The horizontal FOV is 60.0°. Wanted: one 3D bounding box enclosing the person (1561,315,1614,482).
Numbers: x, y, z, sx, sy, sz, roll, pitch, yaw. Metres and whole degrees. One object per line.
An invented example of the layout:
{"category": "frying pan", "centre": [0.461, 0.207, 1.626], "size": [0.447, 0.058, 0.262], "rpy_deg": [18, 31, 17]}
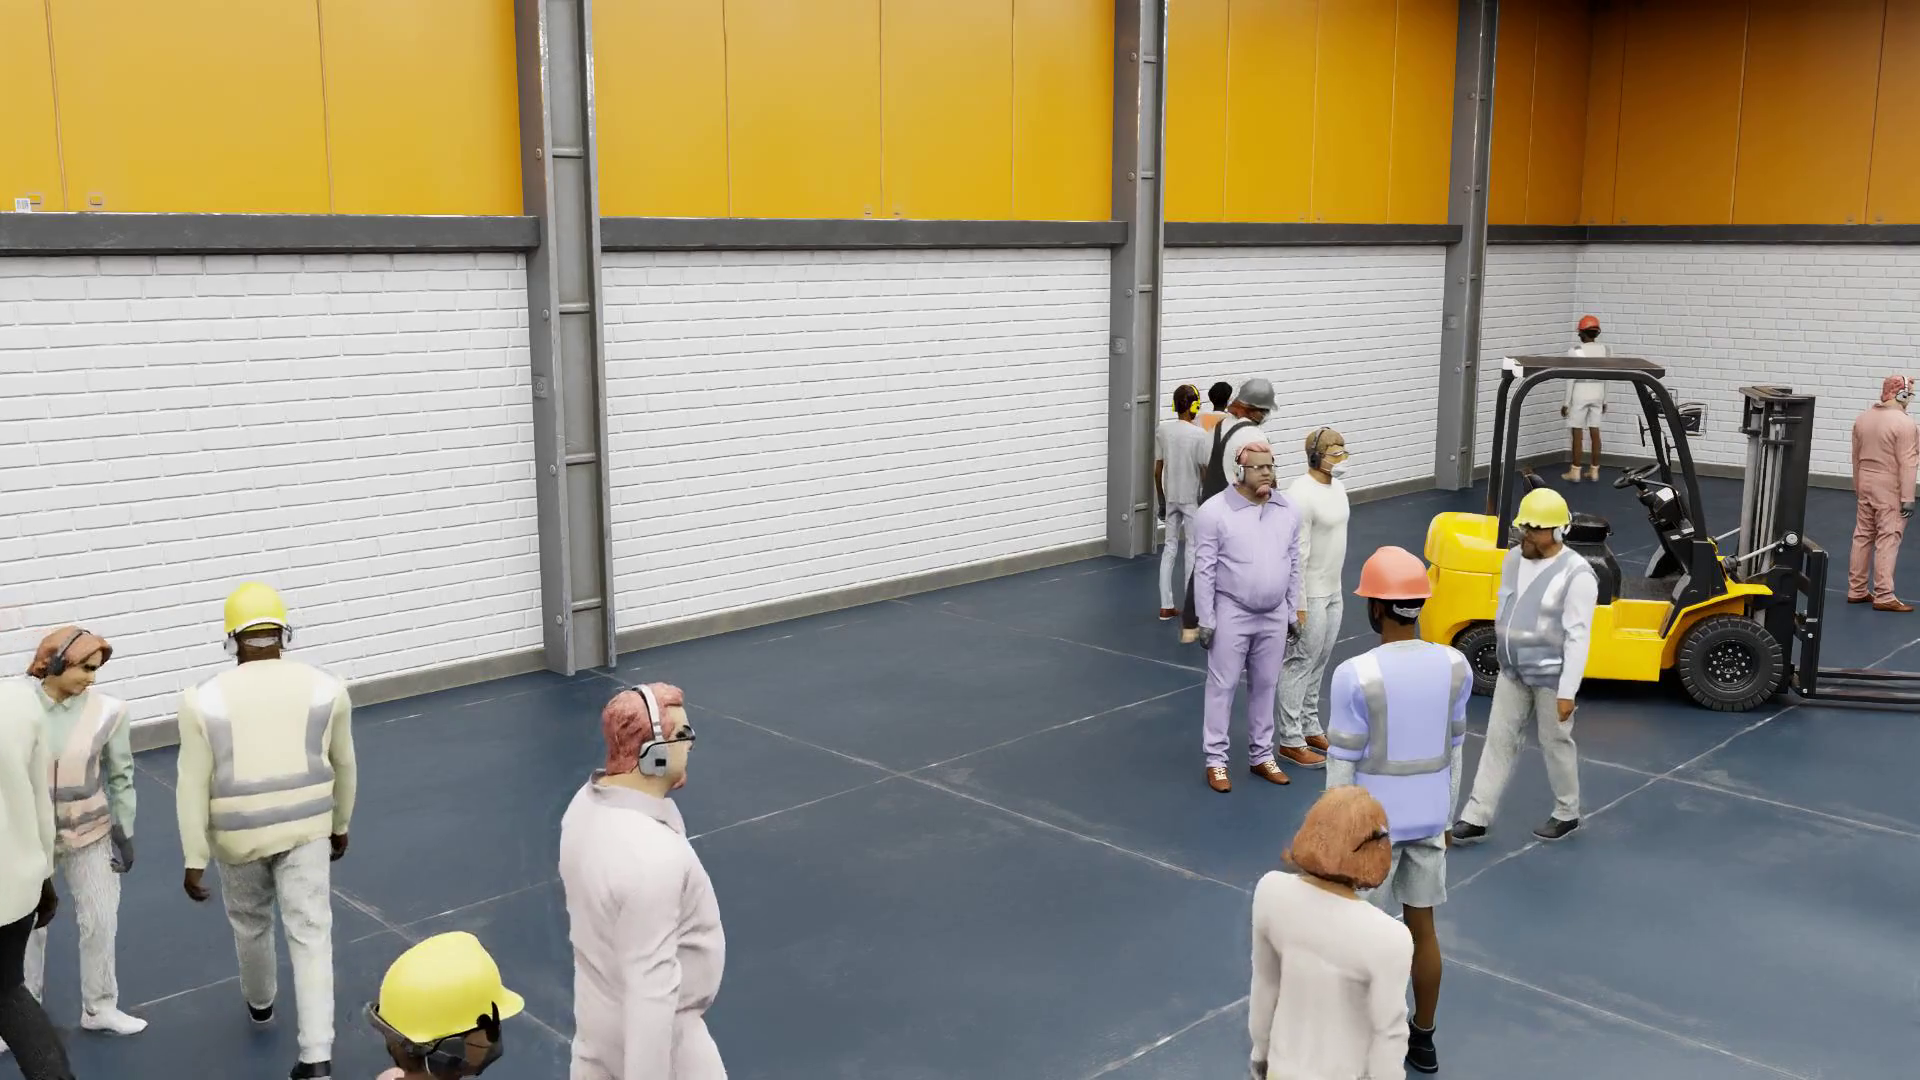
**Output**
{"category": "person", "centre": [7.658, -1.729, 20.367], "size": [0.613, 2.041, 0.393], "rpy_deg": [-2, 11, -9]}

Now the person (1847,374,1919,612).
{"category": "person", "centre": [7.477, -0.381, 13.409], "size": [0.406, 1.903, 0.639], "rpy_deg": [-2, 11, -9]}

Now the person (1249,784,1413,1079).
{"category": "person", "centre": [0.924, 1.424, 4.355], "size": [0.695, 1.607, 0.508], "rpy_deg": [-9, 14, -42]}

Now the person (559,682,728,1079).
{"category": "person", "centre": [-0.852, 1.287, 4.448], "size": [1.016, 1.859, 0.659], "rpy_deg": [-6, 12, -30]}

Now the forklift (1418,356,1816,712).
{"category": "forklift", "centre": [4.276, -0.101, 11.076], "size": [2.313, 2.155, 1.214], "rpy_deg": [2, 11, 13]}

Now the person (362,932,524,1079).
{"category": "person", "centre": [-1.025, 1.583, 3.201], "size": [0.942, 1.717, 0.536], "rpy_deg": [-8, 13, -35]}

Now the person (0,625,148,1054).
{"category": "person", "centre": [-3.354, 1.113, 6.060], "size": [0.652, 1.609, 0.329], "rpy_deg": [-7, 12, -32]}

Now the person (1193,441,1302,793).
{"category": "person", "centre": [1.582, 0.410, 9.062], "size": [0.641, 1.913, 0.408], "rpy_deg": [-4, 11, -20]}

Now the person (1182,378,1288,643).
{"category": "person", "centre": [2.102, -0.245, 12.278], "size": [0.973, 2.000, 0.751], "rpy_deg": [-5, 11, -25]}

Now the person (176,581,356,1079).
{"category": "person", "centre": [-2.479, 1.046, 5.993], "size": [0.620, 1.772, 0.987], "rpy_deg": [-6, 12, -29]}

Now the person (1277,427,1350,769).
{"category": "person", "centre": [2.029, 0.316, 9.496], "size": [0.355, 1.938, 0.637], "rpy_deg": [7, 12, 33]}

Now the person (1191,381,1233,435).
{"category": "person", "centre": [2.342, -0.593, 15.148], "size": [0.529, 1.687, 0.318], "rpy_deg": [4, 11, 20]}

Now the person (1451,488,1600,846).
{"category": "person", "centre": [2.791, 0.641, 8.135], "size": [0.770, 1.798, 0.618], "rpy_deg": [-5, 12, -25]}

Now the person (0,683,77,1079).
{"category": "person", "centre": [-3.020, 1.105, 5.088], "size": [0.520, 1.974, 0.623], "rpy_deg": [4, 11, 22]}

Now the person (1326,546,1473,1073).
{"category": "person", "centre": [1.528, 0.979, 5.932], "size": [0.540, 1.930, 0.383], "rpy_deg": [-3, 11, -16]}

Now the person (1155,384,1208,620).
{"category": "person", "centre": [1.753, -0.280, 12.959], "size": [0.508, 1.864, 0.329], "rpy_deg": [9, 14, 39]}
